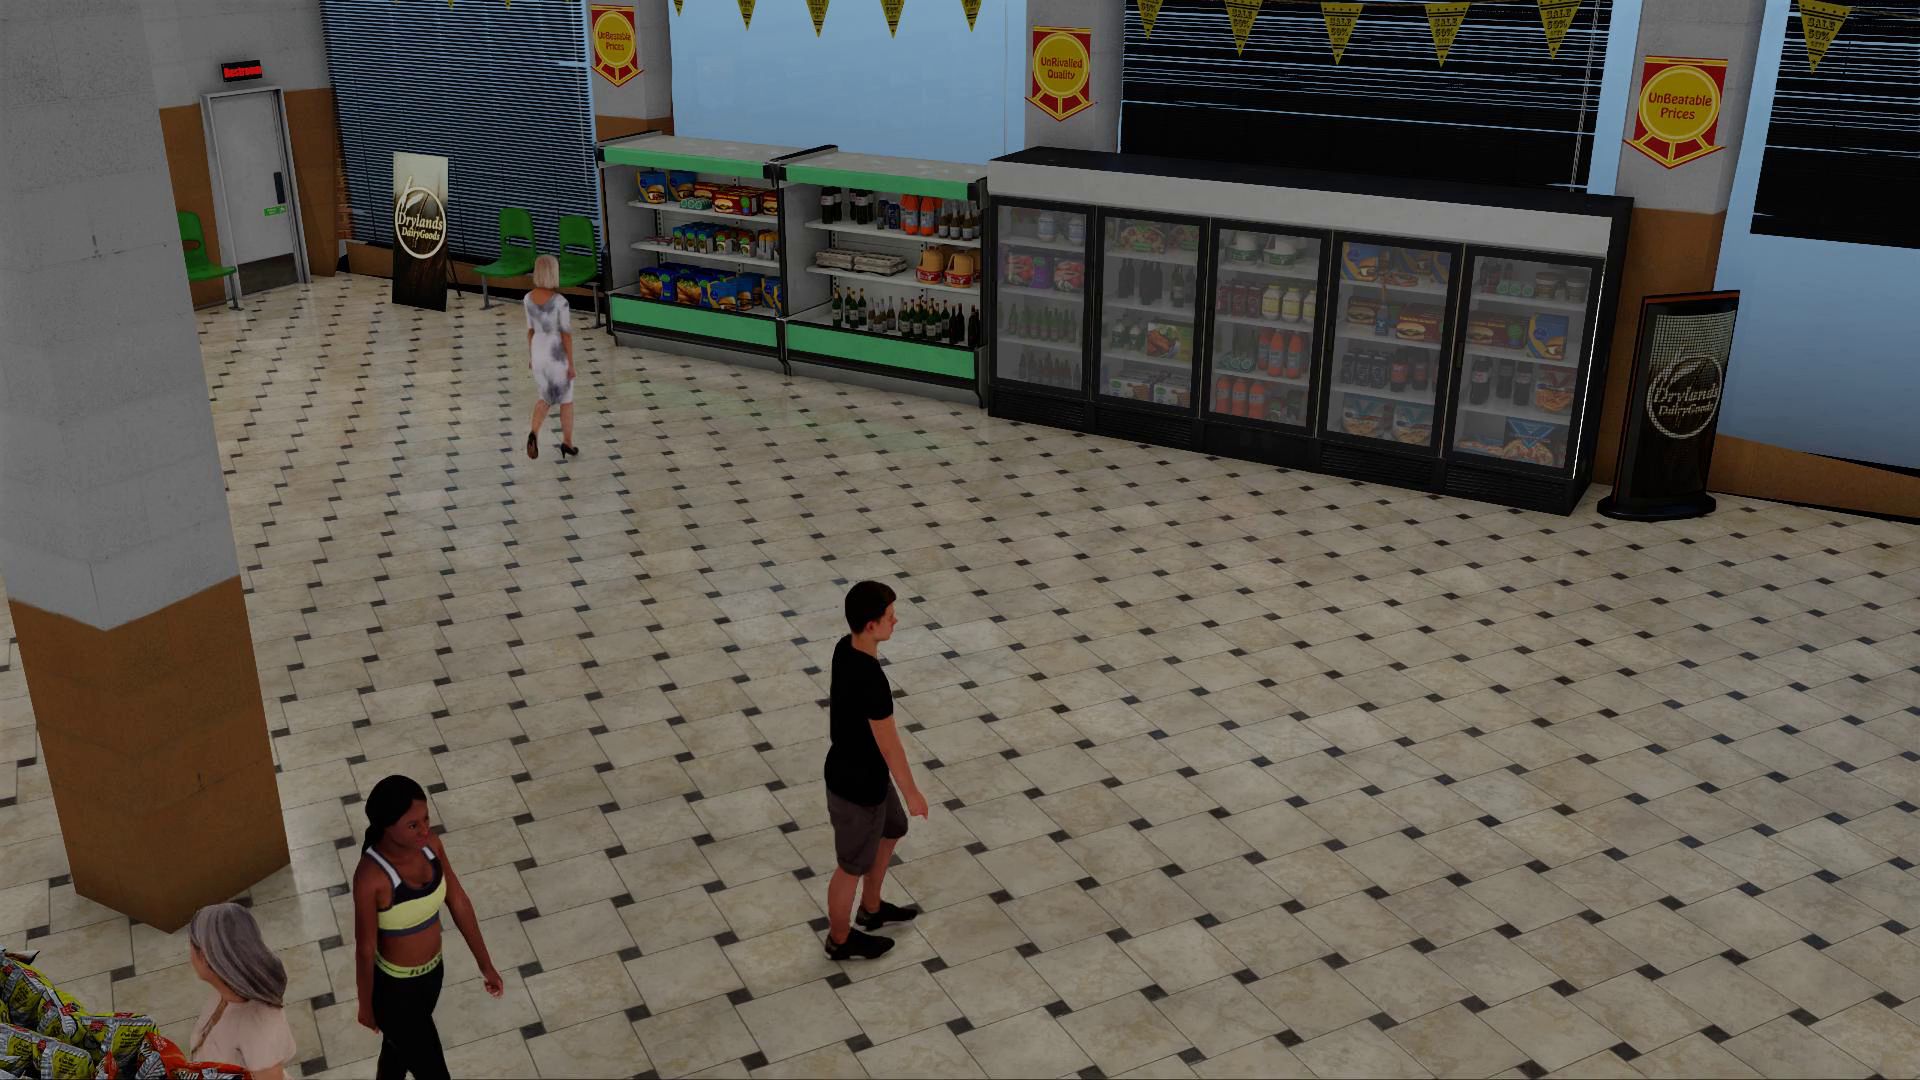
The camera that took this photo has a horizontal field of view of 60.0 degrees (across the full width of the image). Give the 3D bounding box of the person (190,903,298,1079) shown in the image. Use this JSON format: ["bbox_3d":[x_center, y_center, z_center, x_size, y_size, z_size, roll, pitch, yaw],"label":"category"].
[{"bbox_3d":[-2.148,1.906,5.324,1.032,1.672,1.134,-15,26,-33],"label":"person"}]

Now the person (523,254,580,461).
[{"bbox_3d":[-3.376,-1.443,13.578,0.865,1.733,0.764,7,23,16],"label":"person"}]

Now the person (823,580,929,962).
[{"bbox_3d":[-0.524,1.040,7.248,0.883,1.846,0.827,-5,22,-12],"label":"person"}]

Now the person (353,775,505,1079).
[{"bbox_3d":[-2.075,1.604,6.032,1.108,1.705,0.647,9,23,20],"label":"person"}]
